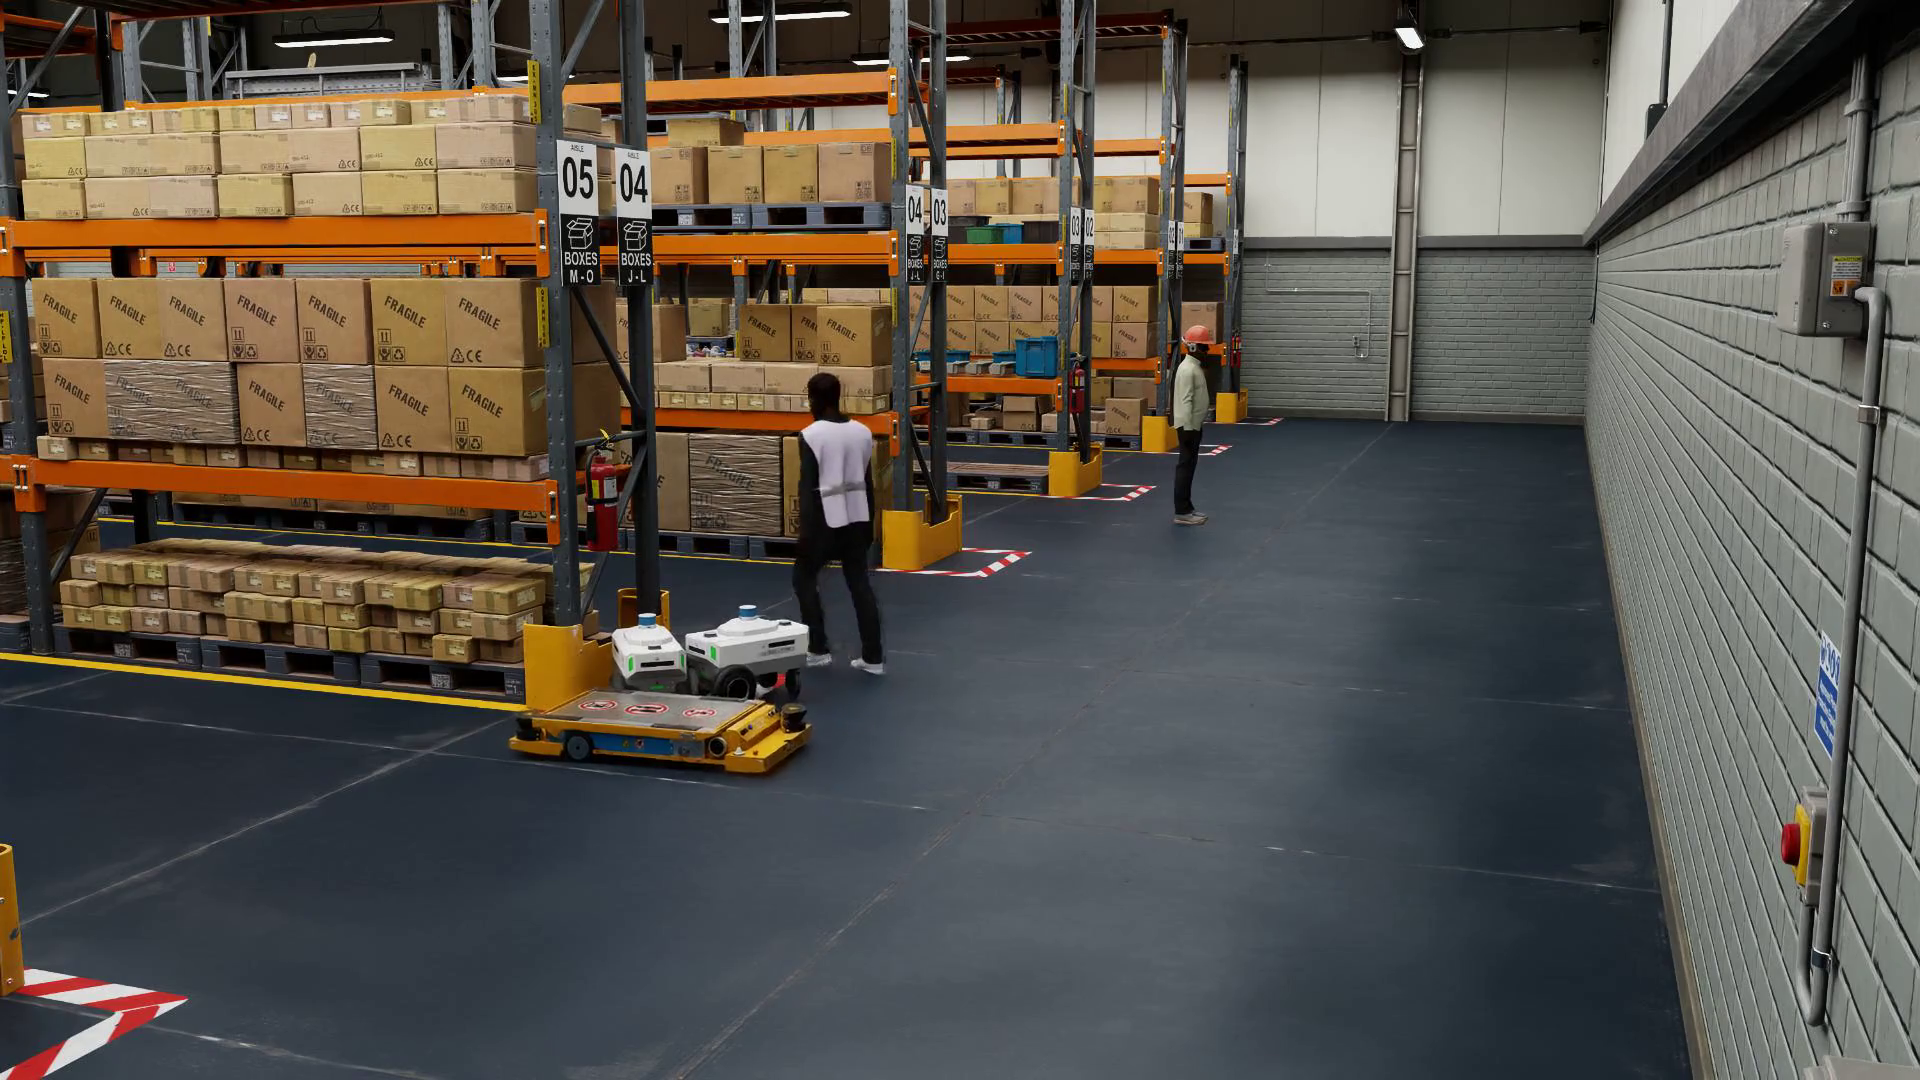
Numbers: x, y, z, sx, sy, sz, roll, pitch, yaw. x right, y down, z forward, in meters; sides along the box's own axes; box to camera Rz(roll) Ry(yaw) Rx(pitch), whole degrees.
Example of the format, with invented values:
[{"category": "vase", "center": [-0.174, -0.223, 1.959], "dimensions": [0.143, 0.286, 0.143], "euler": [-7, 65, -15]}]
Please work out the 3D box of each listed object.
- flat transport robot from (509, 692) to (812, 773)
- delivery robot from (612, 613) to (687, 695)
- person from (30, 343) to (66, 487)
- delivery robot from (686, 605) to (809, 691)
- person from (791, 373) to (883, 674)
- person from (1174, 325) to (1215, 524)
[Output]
[{"category": "flat transport robot", "center": [-1.559, 0.981, 8.705], "dimensions": [1.431, 0.197, 0.652], "euler": [3, 9, 16]}, {"category": "delivery robot", "center": [-1.783, 0.662, 9.518], "dimensions": [0.477, 0.478, 0.707], "euler": [-3, 10, -18]}, {"category": "person", "center": [-7.725, -0.695, 14.025], "dimensions": [0.410, 1.921, 0.575], "euler": [4, 10, 25]}, {"category": "delivery robot", "center": [-1.238, 0.625, 9.751], "dimensions": [0.707, 0.478, 0.477], "euler": [-7, 12, -39]}, {"category": "person", "center": [-0.813, -0.101, 10.421], "dimensions": [0.713, 1.888, 0.625], "euler": [8, 12, 42]}, {"category": "person", "center": [2.338, -1.152, 16.683], "dimensions": [0.401, 1.989, 0.613], "euler": [2, 9, 14]}]
